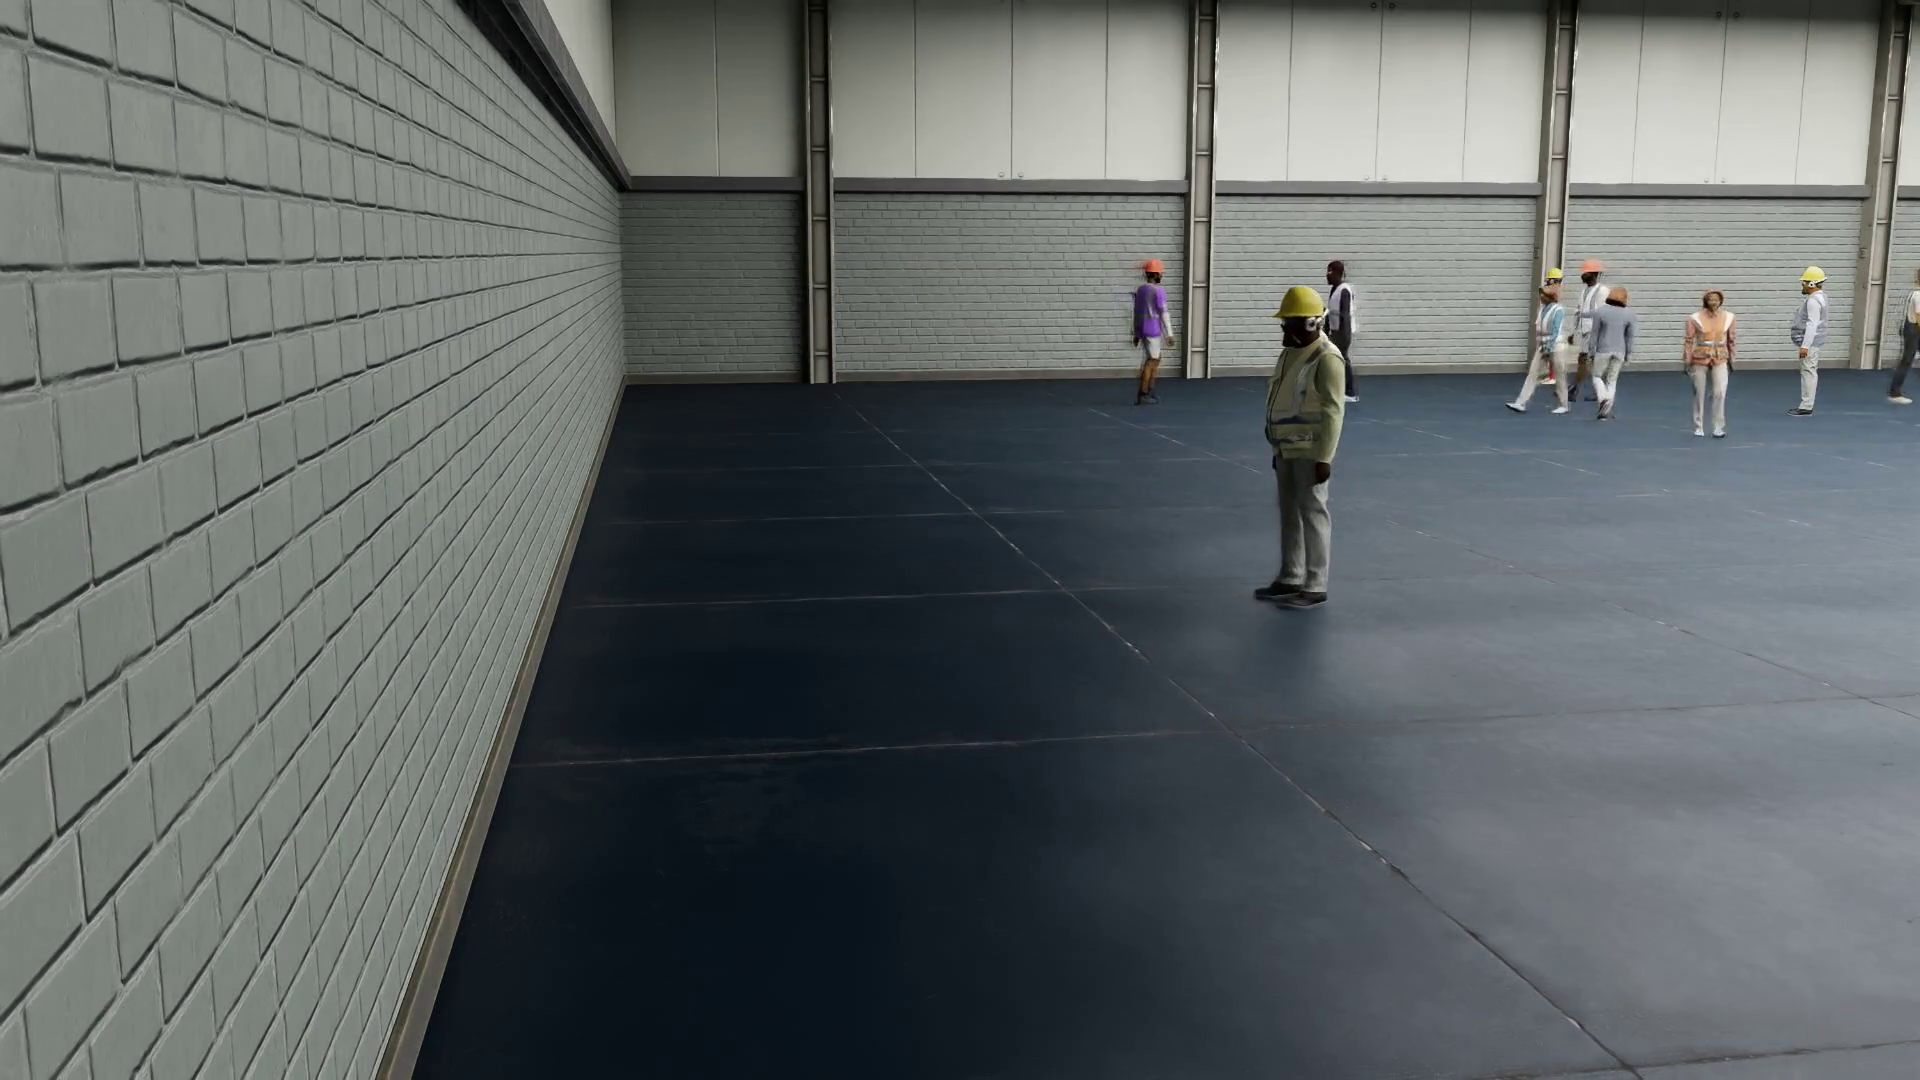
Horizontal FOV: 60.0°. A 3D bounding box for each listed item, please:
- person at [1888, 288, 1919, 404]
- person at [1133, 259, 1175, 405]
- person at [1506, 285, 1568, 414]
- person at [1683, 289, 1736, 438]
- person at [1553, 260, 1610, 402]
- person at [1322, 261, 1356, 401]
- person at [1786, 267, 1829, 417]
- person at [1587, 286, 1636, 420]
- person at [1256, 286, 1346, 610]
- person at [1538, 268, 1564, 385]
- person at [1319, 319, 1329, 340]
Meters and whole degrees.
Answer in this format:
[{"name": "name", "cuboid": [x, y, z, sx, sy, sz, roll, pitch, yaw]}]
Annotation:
[{"name": "person", "cuboid": [12.672, -2.651, 21.769, 0.536, 1.801, 0.903, -9, 13, -41]}, {"name": "person", "cuboid": [2.598, -2.735, 21.952, 0.665, 1.914, 0.554, -4, 11, -23]}, {"name": "person", "cuboid": [7.250, -2.349, 20.656, 0.835, 1.594, 0.515, -3, 10, -18]}, {"name": "person", "cuboid": [8.118, -1.899, 17.984, 0.546, 1.607, 0.763, 2, 10, 14]}, {"name": "person", "cuboid": [8.353, -2.799, 22.347, 0.915, 1.896, 0.576, -2, 10, -9]}, {"name": "person", "cuboid": [4.976, -2.788, 22.341, 0.863, 1.882, 0.622, 0, 10, -1]}, {"name": "person", "cuboid": [10.398, -2.424, 20.394, 0.404, 1.833, 0.590, 6, 12, 31]}, {"name": "person", "cuboid": [7.768, -2.222, 19.846, 0.529, 1.612, 0.411, 1, 10, 4]}, {"name": "person", "cuboid": [1.932, -0.521, 9.448, 0.404, 1.827, 0.600, -3, 10, -17]}, {"name": "person", "cuboid": [9.019, -3.245, 25.320, 0.316, 1.769, 0.525, 2, 10, 11]}, {"name": "person", "cuboid": [2.888, -1.164, 13.733, 0.315, 1.629, 0.509, -2, 10, -10]}]
